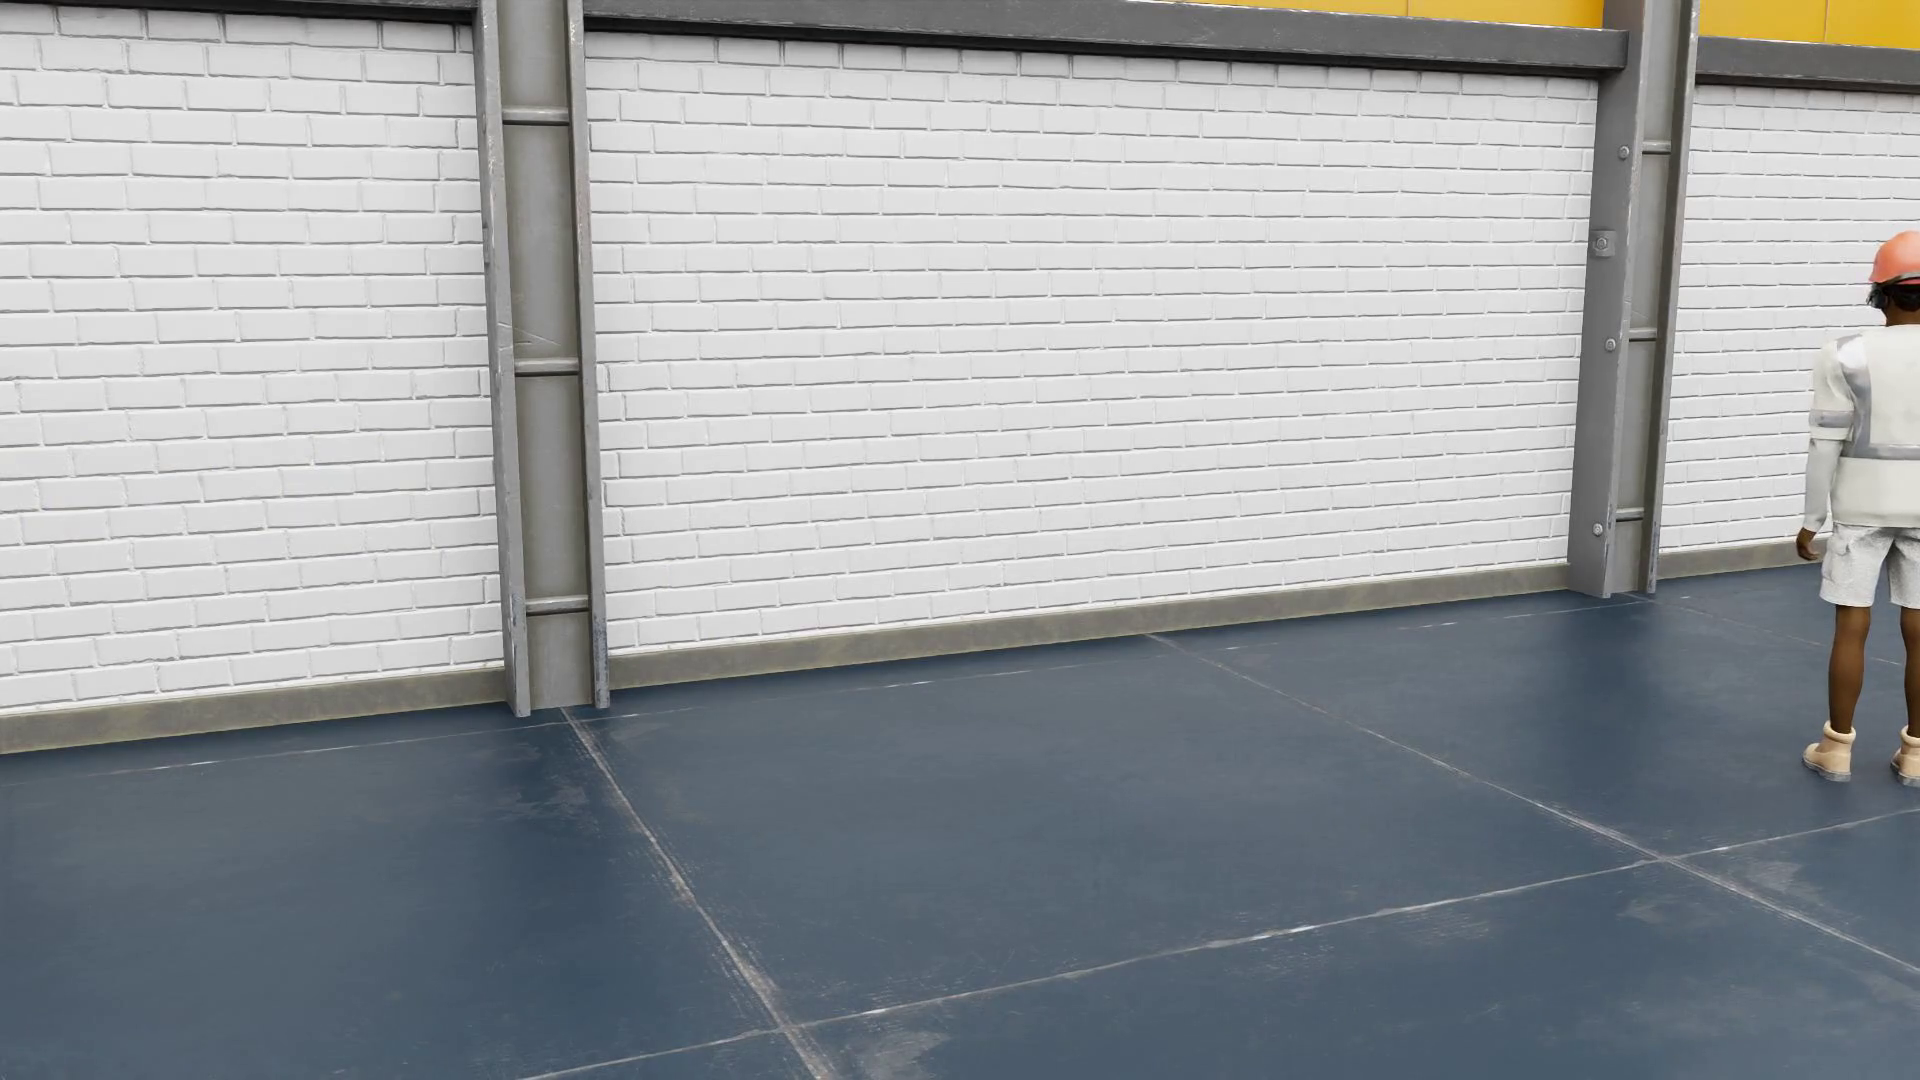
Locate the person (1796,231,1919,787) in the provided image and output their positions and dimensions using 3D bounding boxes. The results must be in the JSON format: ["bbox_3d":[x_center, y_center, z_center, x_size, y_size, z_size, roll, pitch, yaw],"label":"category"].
[{"bbox_3d":[3.435,-0.104,6.158,0.605,2.048,0.371,3,11,16],"label":"person"}]
